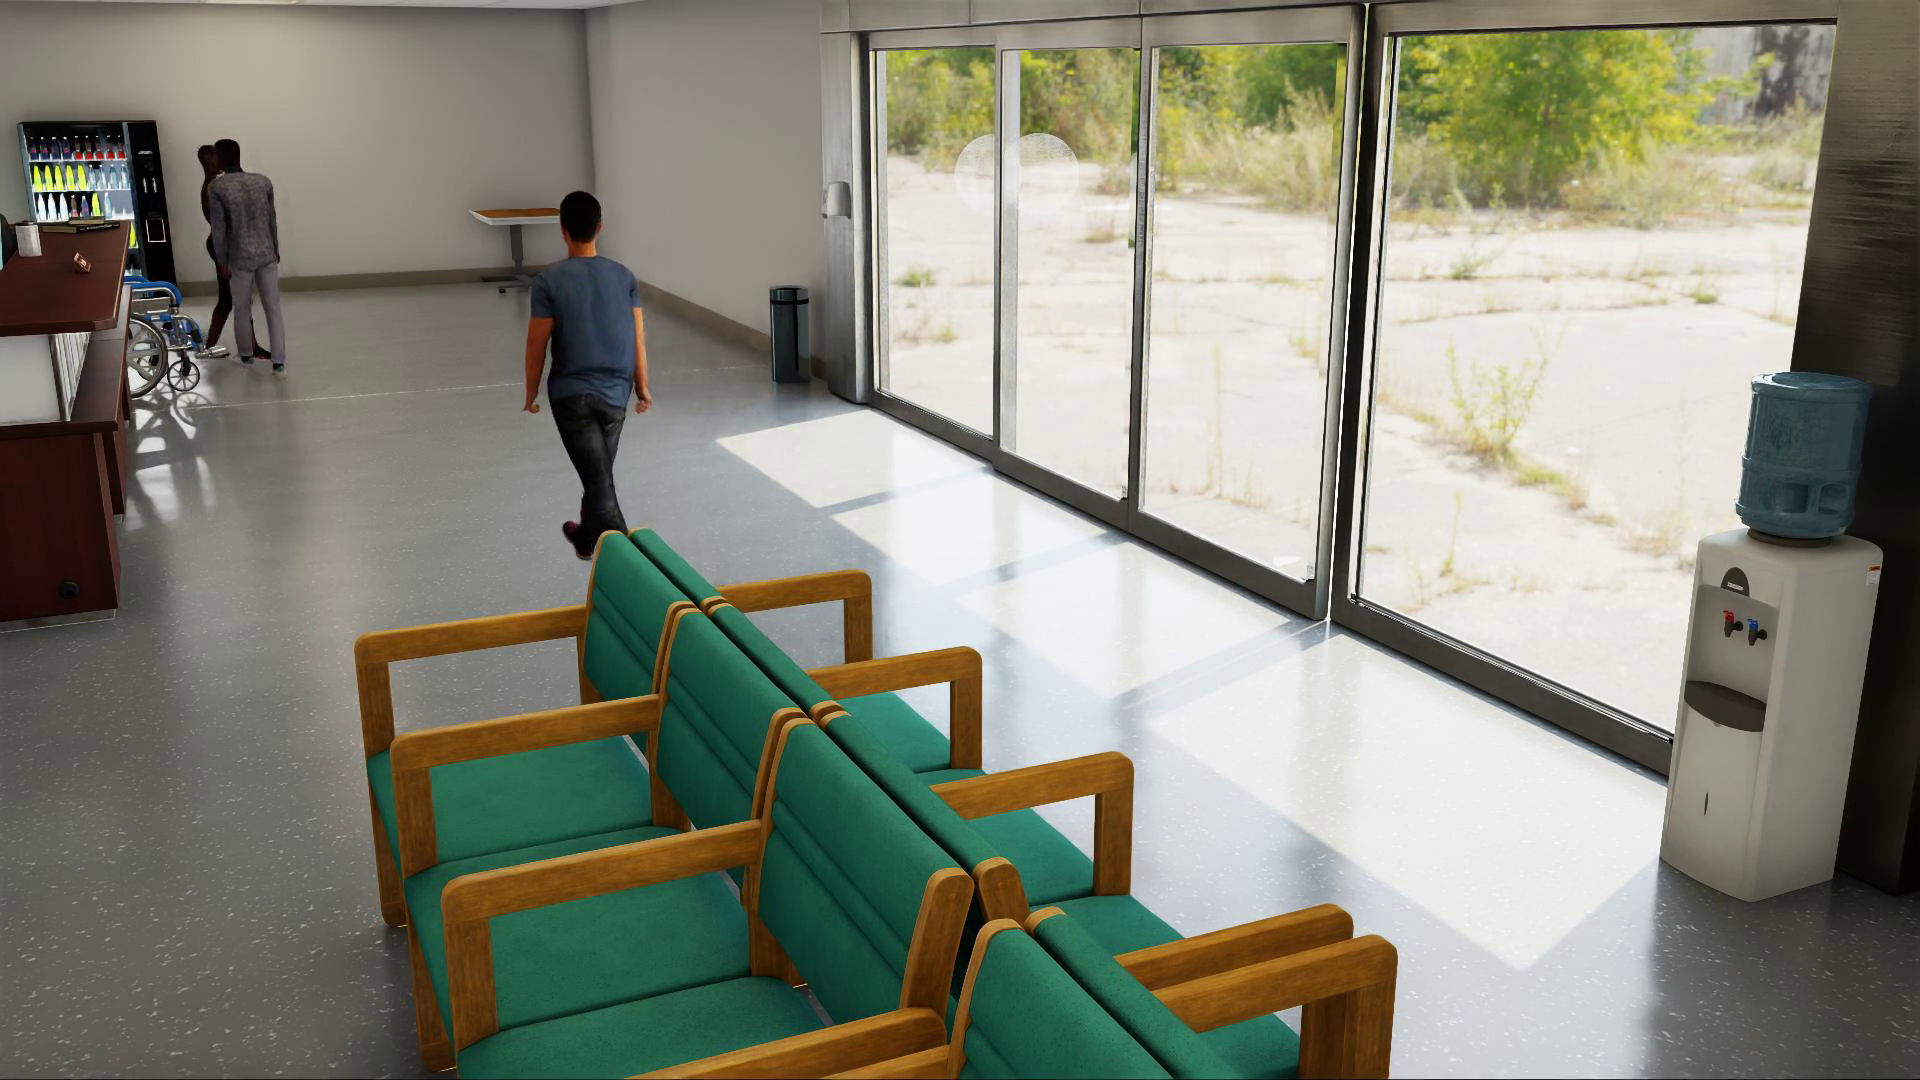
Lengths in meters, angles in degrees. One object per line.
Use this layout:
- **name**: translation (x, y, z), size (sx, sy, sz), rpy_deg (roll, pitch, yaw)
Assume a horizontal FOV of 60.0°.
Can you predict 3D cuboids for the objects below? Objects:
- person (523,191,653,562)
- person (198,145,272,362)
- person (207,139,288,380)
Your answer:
- **person**: translation (-1.618, -0.610, 7.441), size (1.134, 1.764, 0.877), rpy_deg (-11, 19, -34)
- **person**: translation (-5.995, -2.272, 13.389), size (0.851, 1.735, 0.680), rpy_deg (-7, 17, -24)
- **person**: translation (-5.386, -2.119, 12.728), size (1.058, 1.799, 0.982), rpy_deg (-12, 20, -37)
